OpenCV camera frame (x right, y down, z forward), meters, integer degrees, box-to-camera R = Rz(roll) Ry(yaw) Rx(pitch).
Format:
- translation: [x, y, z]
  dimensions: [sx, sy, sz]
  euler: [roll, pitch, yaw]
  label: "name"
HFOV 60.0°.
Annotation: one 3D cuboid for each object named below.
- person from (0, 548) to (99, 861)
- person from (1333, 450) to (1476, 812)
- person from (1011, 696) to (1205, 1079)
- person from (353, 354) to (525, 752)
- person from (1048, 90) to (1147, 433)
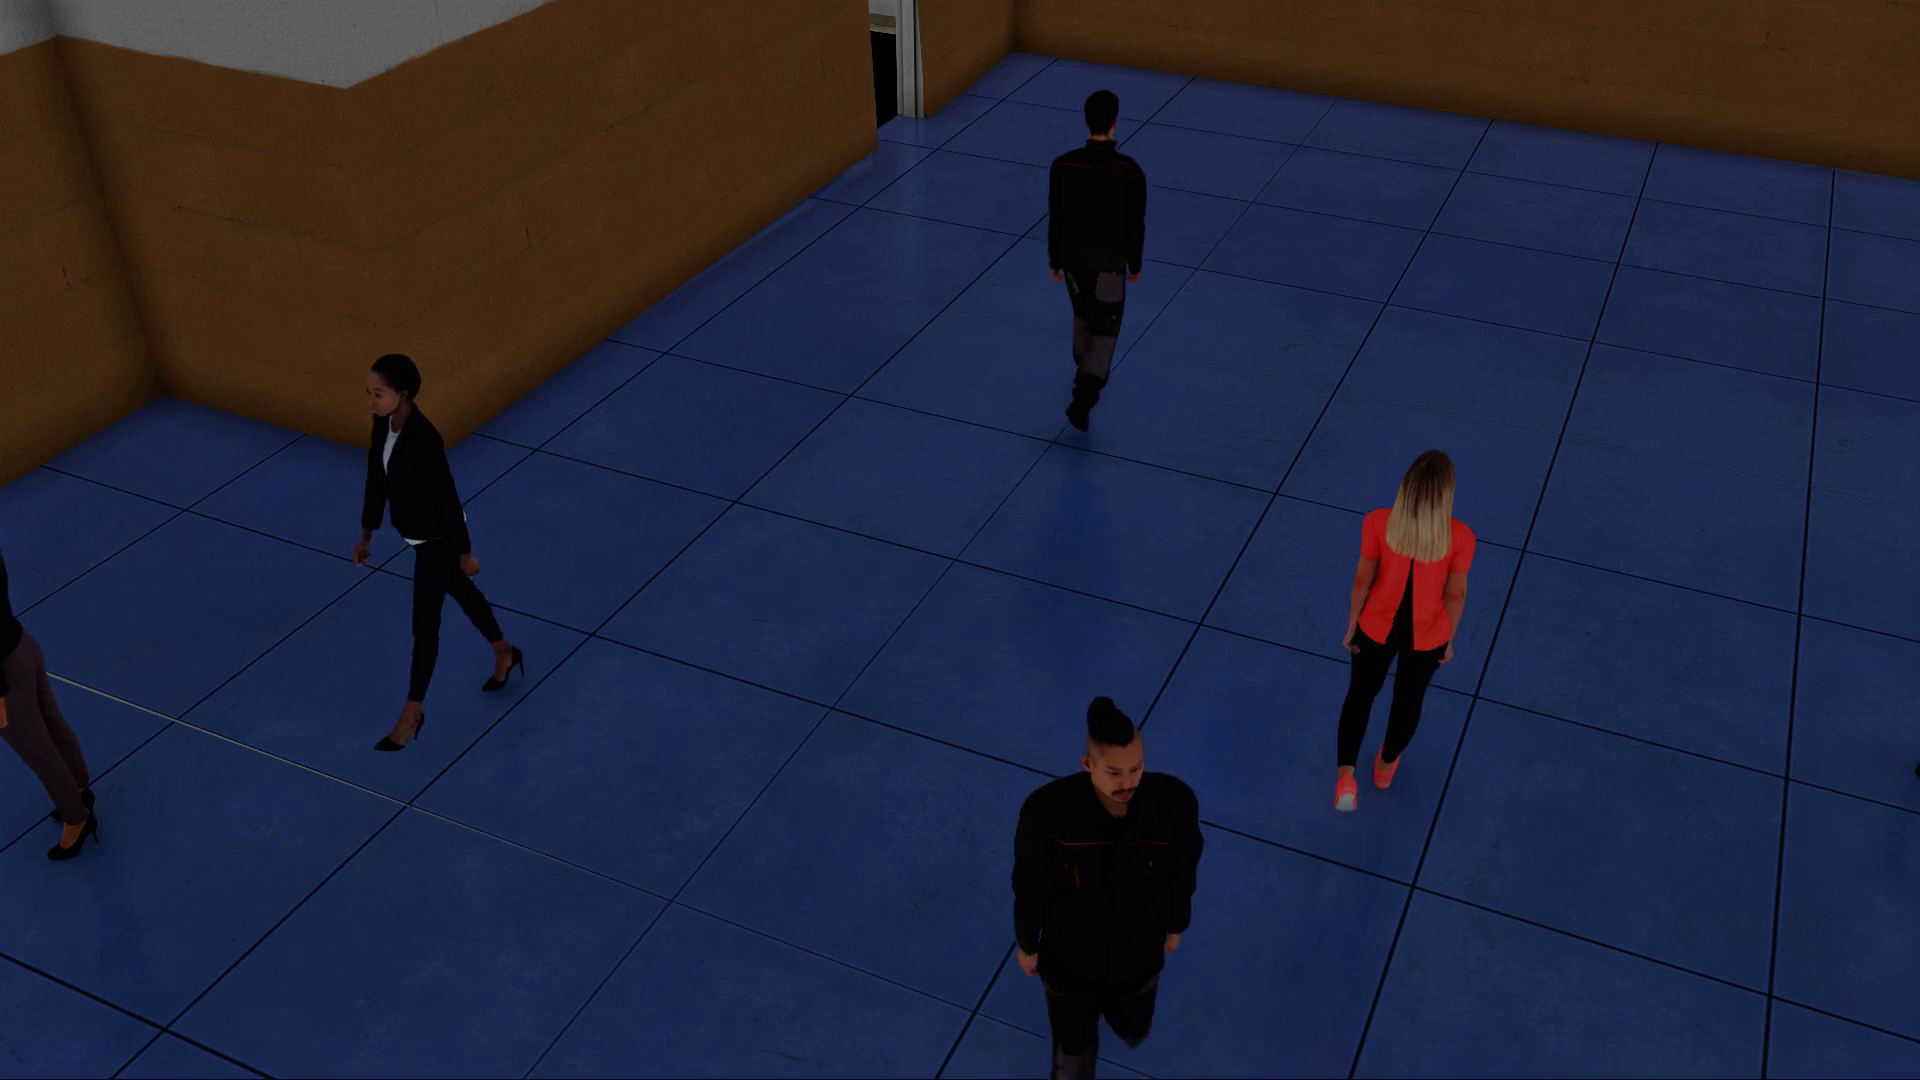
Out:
- translation: [-3.683, 0.537, 6.477]
  dimensions: [0.727, 1.672, 0.675]
  euler: [-10, 35, -15]
  label: "person"
- translation: [1.749, 0.420, 6.649]
  dimensions: [0.858, 1.676, 0.663]
  euler: [13, 36, 19]
  label: "person"
- translation: [0.429, 1.191, 5.319]
  dimensions: [1.118, 1.842, 1.136]
  euler: [-6, 34, -8]
  label: "person"
- translation: [-2.190, -0.012, 7.186]
  dimensions: [0.942, 1.802, 1.064]
  euler: [-26, 42, -34]
  label: "person"
- translation: [0.742, -1.533, 9.376]
  dimensions: [1.148, 1.908, 0.846]
  euler: [11, 35, 16]
  label: "person"
